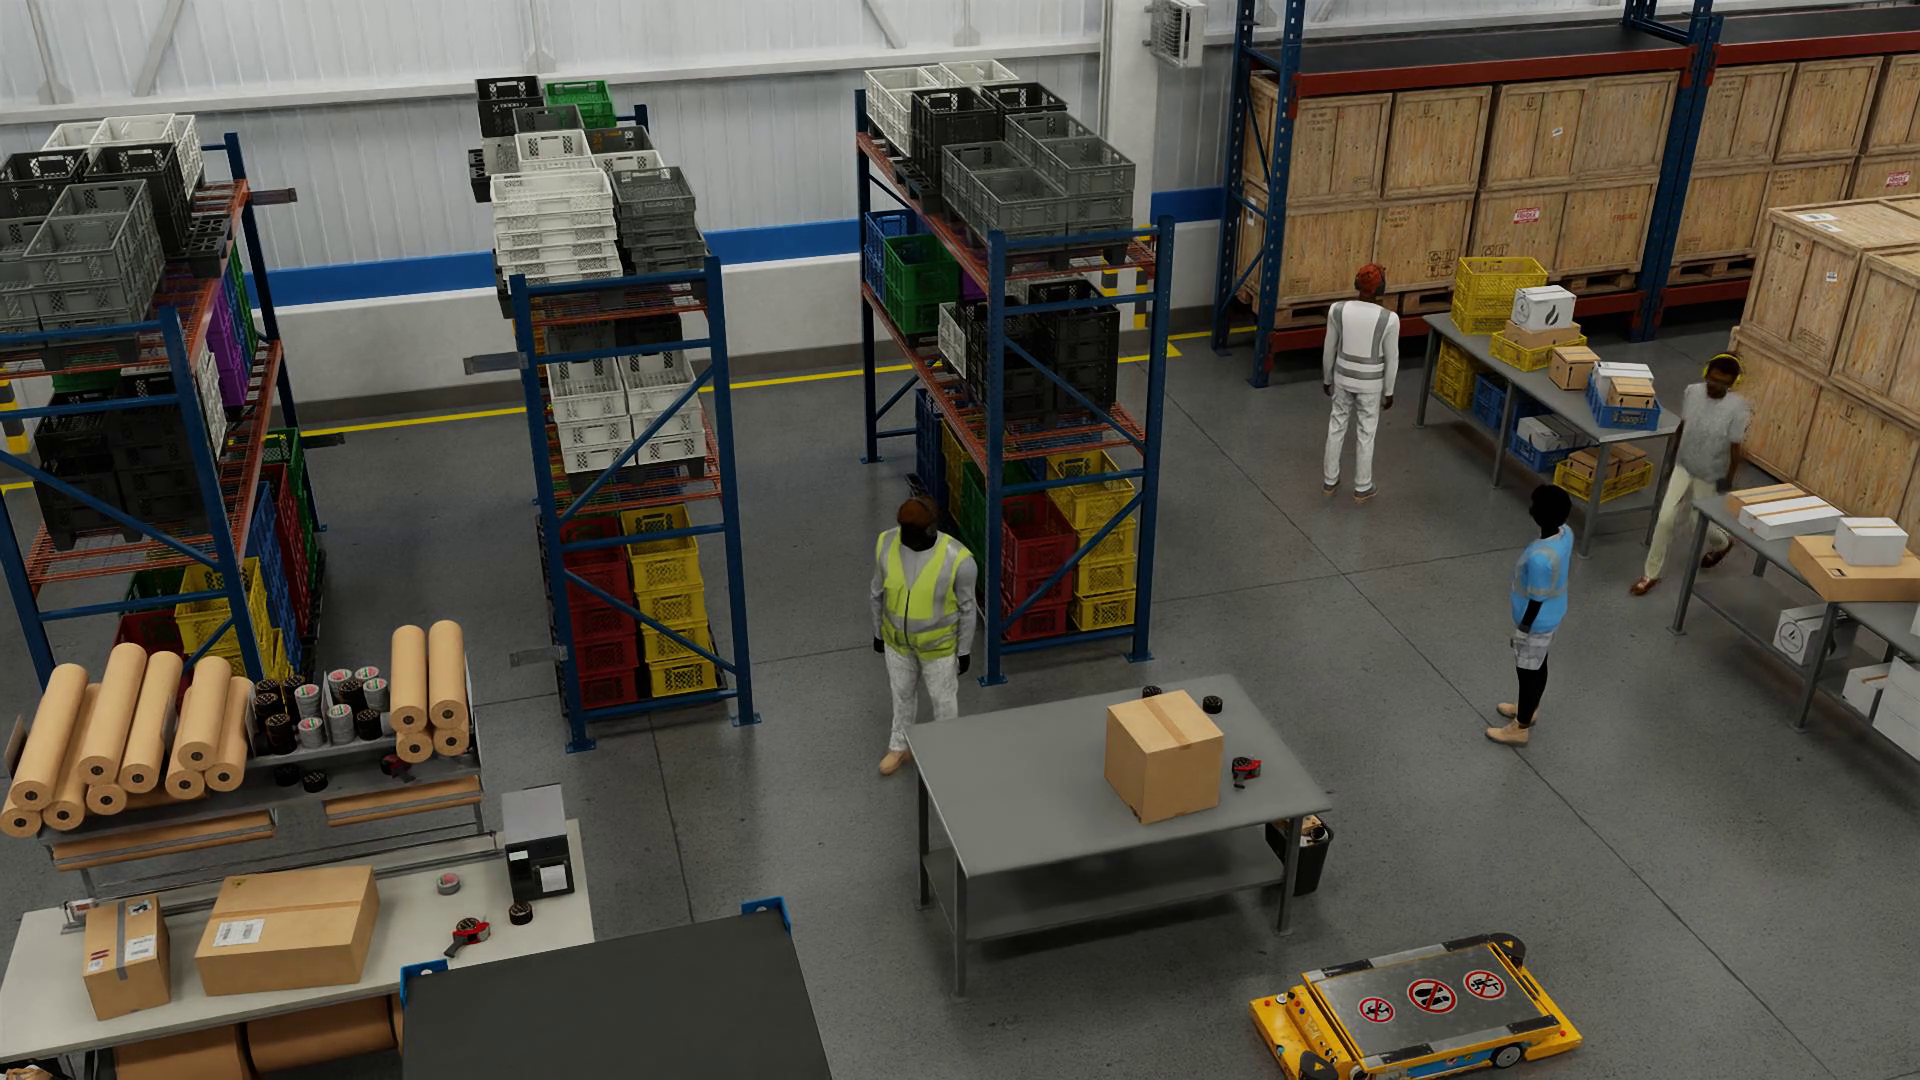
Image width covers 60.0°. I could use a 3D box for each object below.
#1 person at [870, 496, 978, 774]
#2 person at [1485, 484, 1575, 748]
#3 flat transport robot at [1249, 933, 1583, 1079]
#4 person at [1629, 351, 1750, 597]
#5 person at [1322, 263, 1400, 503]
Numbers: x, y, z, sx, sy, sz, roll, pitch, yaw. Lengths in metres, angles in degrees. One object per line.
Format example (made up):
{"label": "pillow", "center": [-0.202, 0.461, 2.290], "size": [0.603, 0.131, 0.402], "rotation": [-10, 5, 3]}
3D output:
{"label": "person", "center": [-0.224, 0.571, 9.477], "size": [0.633, 1.839, 0.429], "rotation": [11, 31, 20]}
{"label": "person", "center": [3.406, 0.445, 9.852], "size": [0.321, 1.696, 0.530], "rotation": [17, 33, 28]}
{"label": "flat transport robot", "center": [2.184, 2.282, 7.980], "size": [1.431, 0.197, 0.652], "rotation": [-8, 30, -14]}
{"label": "person", "center": [5.106, -0.491, 11.434], "size": [0.808, 1.828, 0.553], "rotation": [-19, 34, -30]}
{"label": "person", "center": [3.029, -1.190, 12.637], "size": [0.573, 1.883, 0.353], "rotation": [17, 33, 28]}
